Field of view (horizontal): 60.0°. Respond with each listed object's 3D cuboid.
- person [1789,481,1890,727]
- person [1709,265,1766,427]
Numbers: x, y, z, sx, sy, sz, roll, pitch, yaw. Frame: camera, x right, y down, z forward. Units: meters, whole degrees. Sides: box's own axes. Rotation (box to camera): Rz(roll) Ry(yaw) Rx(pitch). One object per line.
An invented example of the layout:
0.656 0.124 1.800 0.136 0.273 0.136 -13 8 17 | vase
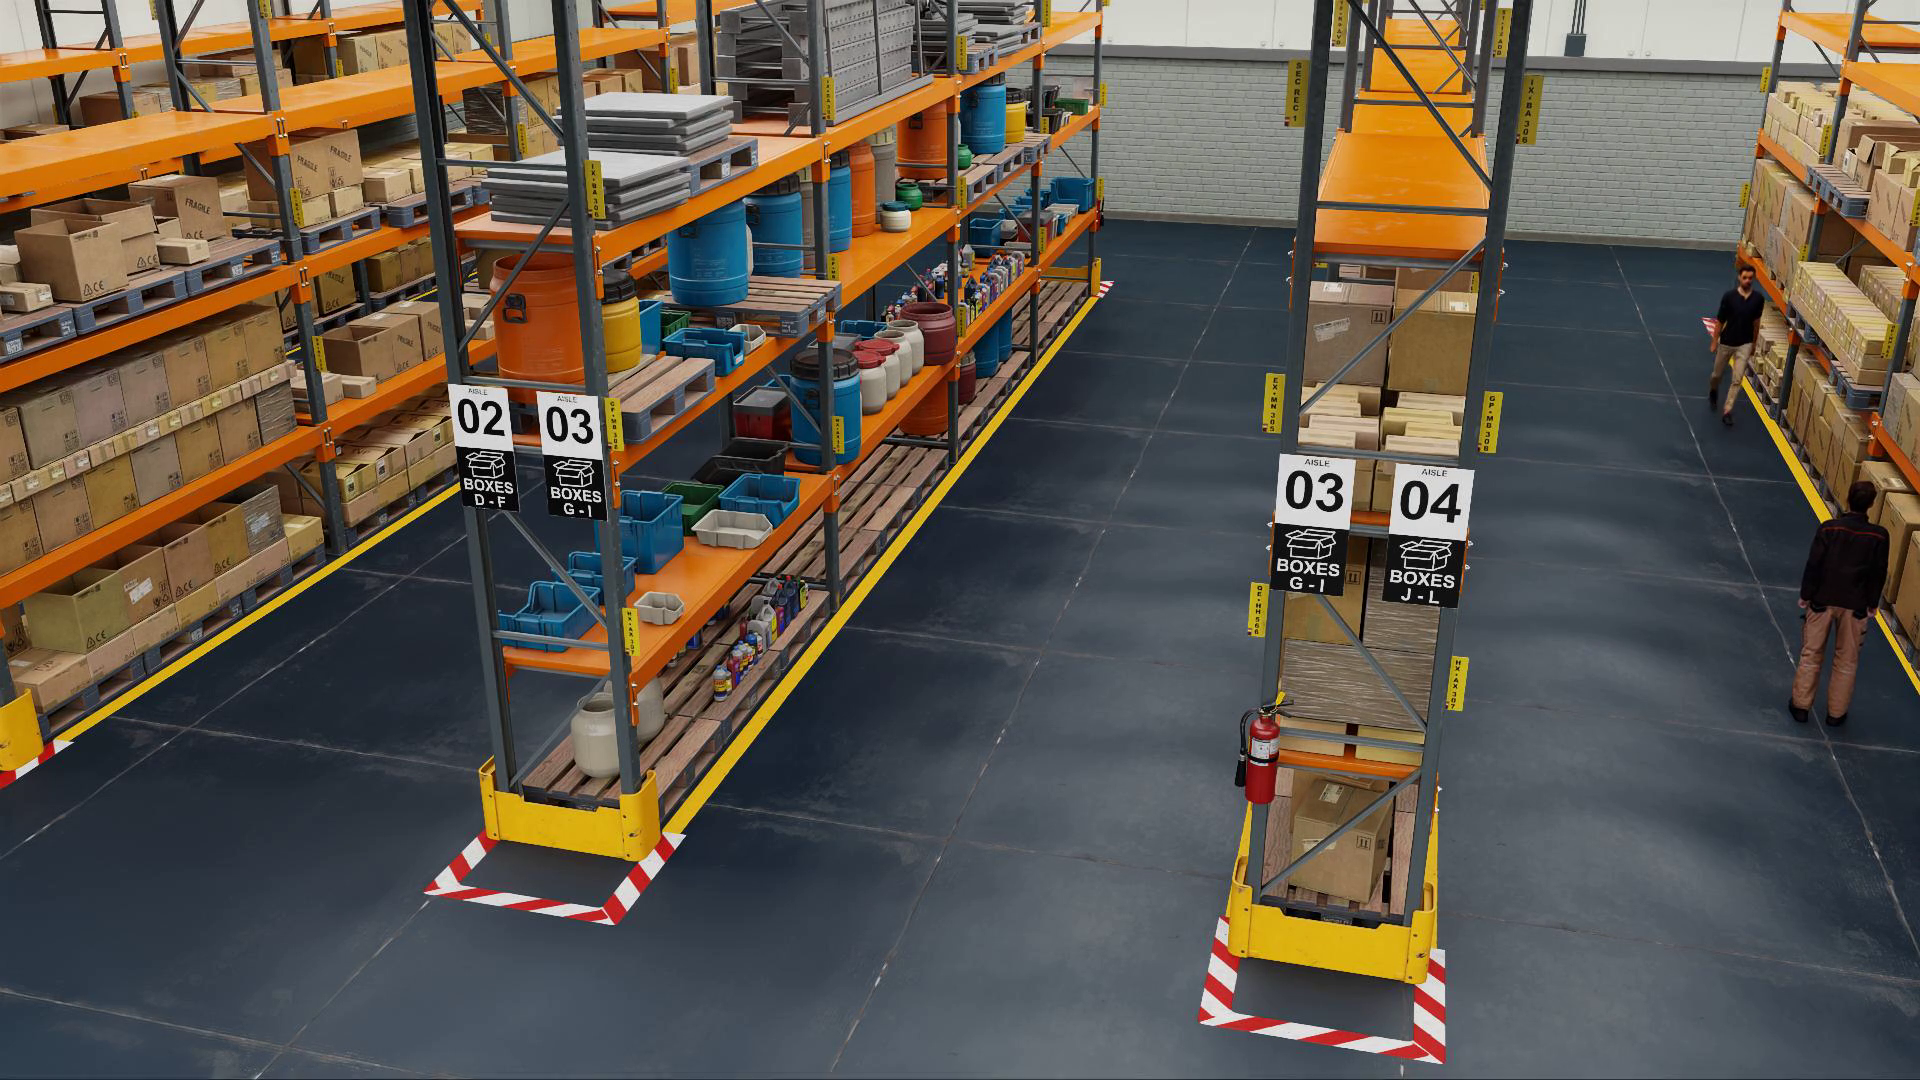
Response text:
6.569 0.468 12.447 0.731 1.924 0.627 9 24 21 | person
8.985 -2.289 19.308 0.662 1.834 1.084 7 23 16 | person
